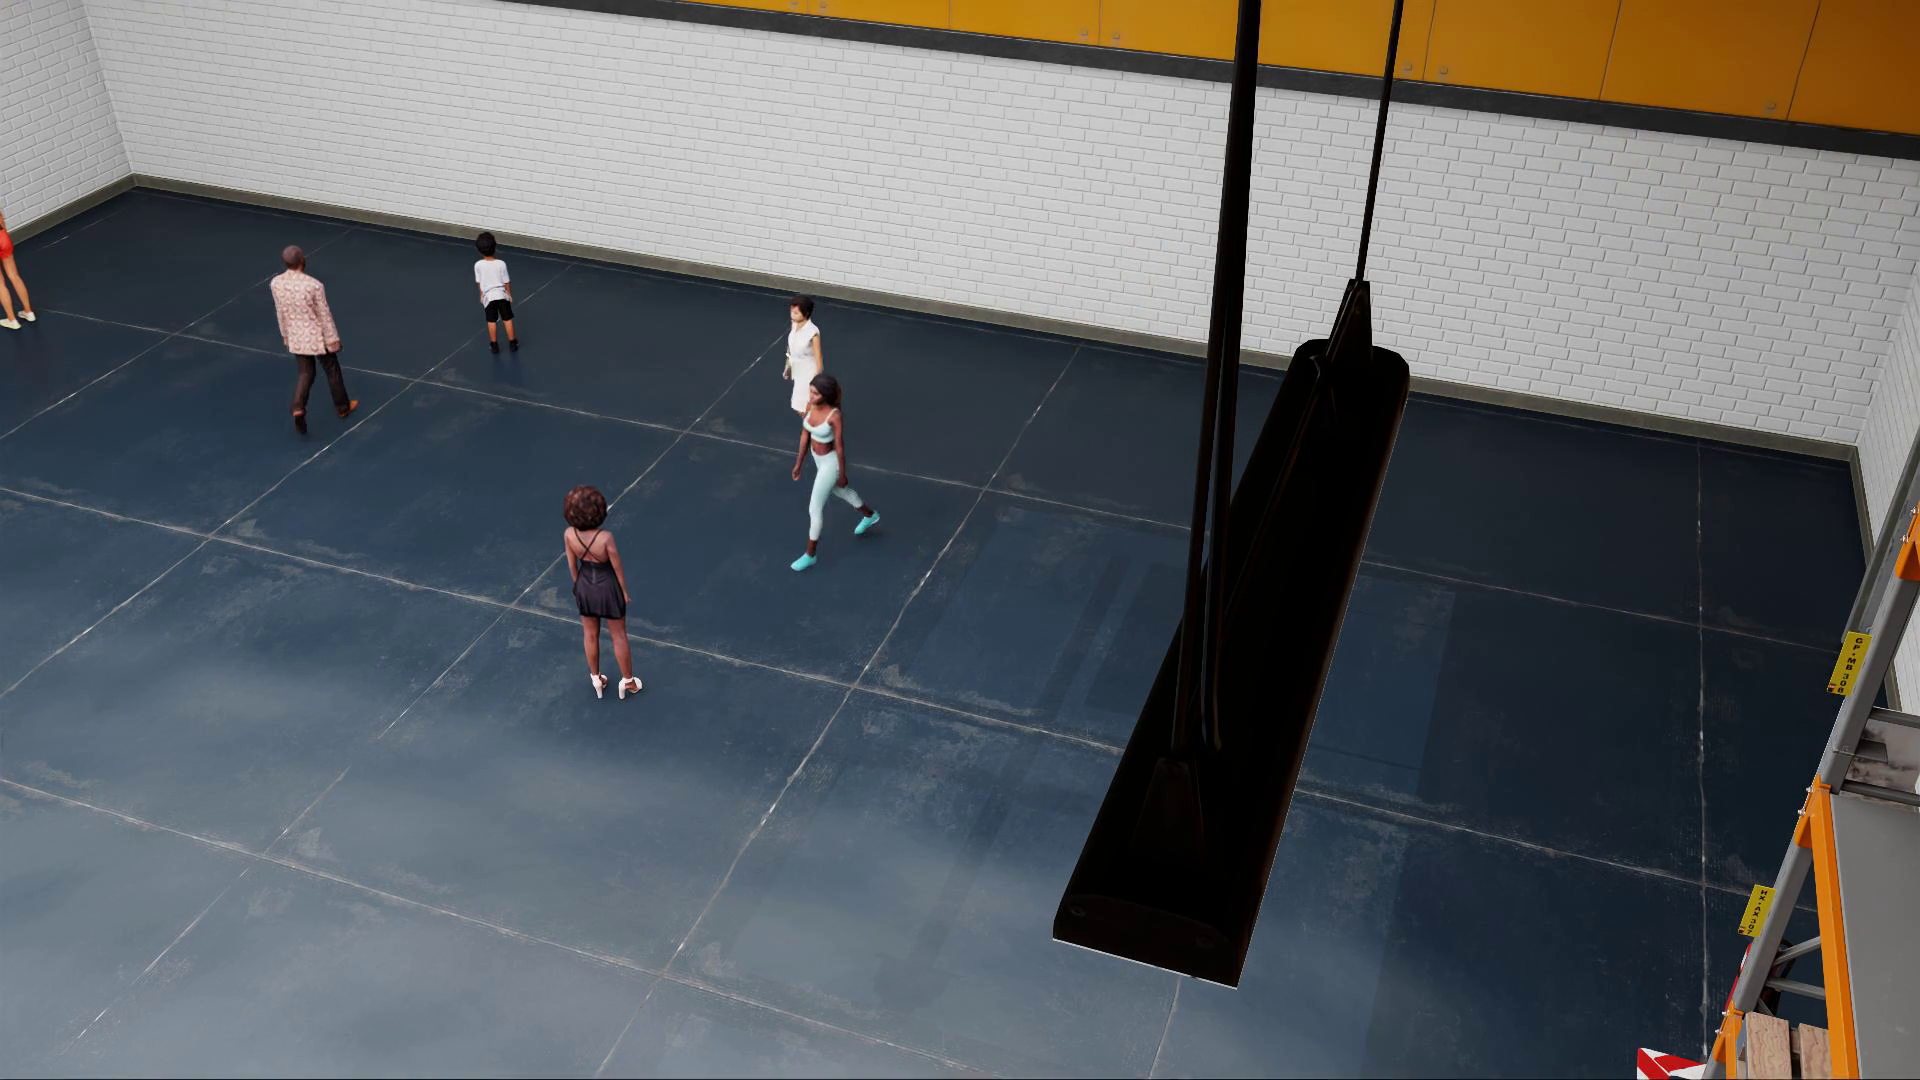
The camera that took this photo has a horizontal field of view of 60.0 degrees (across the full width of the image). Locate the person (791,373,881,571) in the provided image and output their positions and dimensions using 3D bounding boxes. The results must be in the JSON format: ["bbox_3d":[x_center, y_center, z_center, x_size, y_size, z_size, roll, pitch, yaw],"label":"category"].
[{"bbox_3d":[-1.016,-0.619,13.588,1.227,1.682,0.999,-23,40,-31],"label":"person"}]

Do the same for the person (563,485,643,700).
[{"bbox_3d":[-2.593,0.393,11.968,0.592,1.790,0.584,5,34,8],"label":"person"}]

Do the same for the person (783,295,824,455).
[{"bbox_3d":[-1.329,-1.538,15.099,0.749,1.540,0.700,-21,39,-29],"label":"person"}]

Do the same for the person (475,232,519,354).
[{"bbox_3d":[-4.696,-2.495,16.797,0.557,1.256,0.591,-5,34,-8],"label":"person"}]

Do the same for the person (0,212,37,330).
[{"bbox_3d":[-9.968,-3.050,17.152,0.646,1.786,0.497,16,37,23],"label":"person"}]

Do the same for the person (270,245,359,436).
[{"bbox_3d":[-6.006,-1.821,15.304,0.845,1.785,1.090,5,34,7],"label":"person"}]
